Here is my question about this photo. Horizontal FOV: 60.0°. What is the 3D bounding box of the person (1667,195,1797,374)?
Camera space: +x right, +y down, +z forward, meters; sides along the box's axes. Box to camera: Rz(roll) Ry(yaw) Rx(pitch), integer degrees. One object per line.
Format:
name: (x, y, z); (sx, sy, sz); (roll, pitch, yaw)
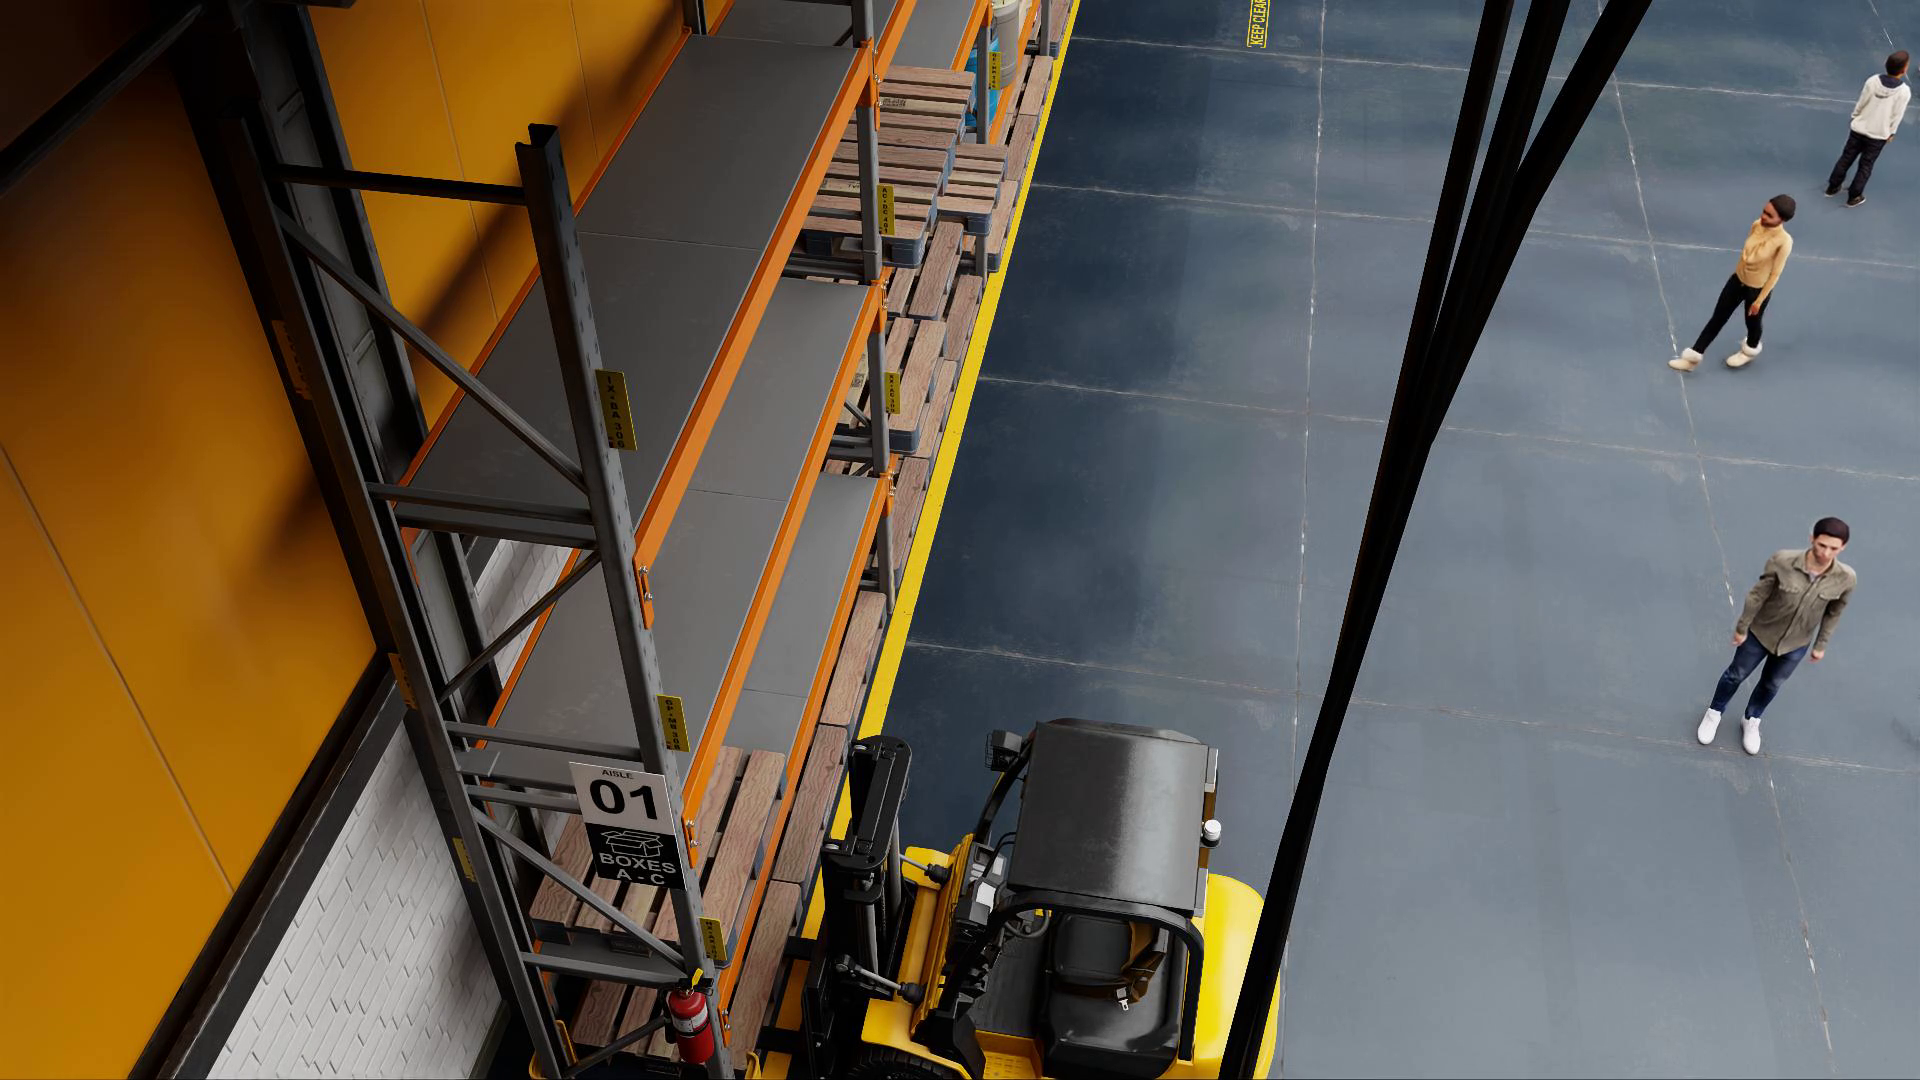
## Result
person: (6.311, -2.000, 13.137); (1.052, 1.620, 1.118); (-16, 46, -16)

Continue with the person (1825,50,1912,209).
person: (8.251, -3.729, 15.075); (0.692, 1.449, 0.637); (-26, 49, -25)

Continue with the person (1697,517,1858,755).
person: (5.064, 0.563, 10.269); (0.742, 1.864, 0.657); (14, 45, 15)
